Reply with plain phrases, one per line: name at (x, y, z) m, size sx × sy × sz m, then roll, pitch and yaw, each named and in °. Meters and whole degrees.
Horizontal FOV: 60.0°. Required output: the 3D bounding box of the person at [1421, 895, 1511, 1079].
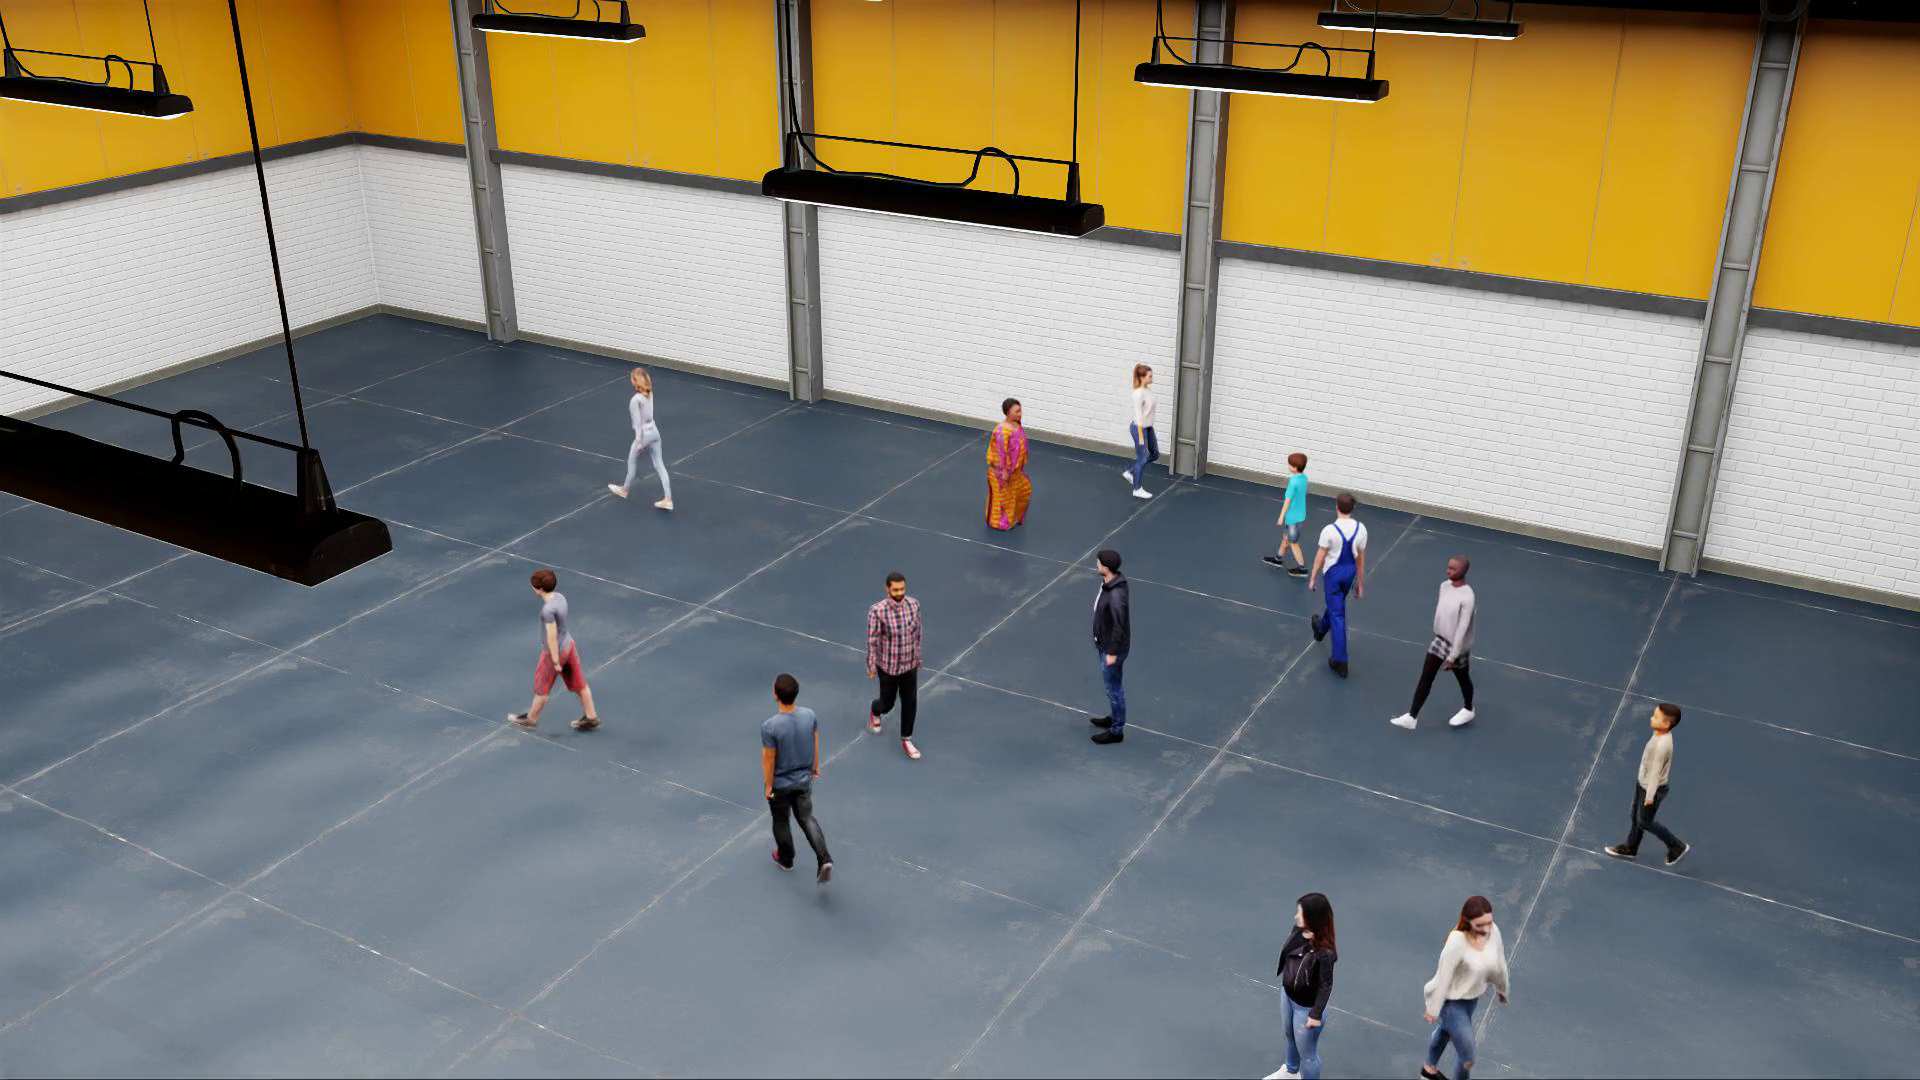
person at (3.168, 2.951, 10.767) m, size 0.929 × 1.662 × 0.982 m, roll -17°, pitch 29°, yaw -34°

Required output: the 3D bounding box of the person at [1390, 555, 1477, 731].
person at (4.583, 0.964, 15.228) m, size 1.115 × 1.730 × 1.162 m, roll -11°, pitch 26°, yaw -23°

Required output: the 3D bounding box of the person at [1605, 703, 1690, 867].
person at (5.592, 1.970, 13.276) m, size 0.877 × 1.449 × 0.661 m, roll 7°, pitch 25°, yaw 16°

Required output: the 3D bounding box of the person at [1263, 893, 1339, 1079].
person at (2.227, 2.966, 10.764) m, size 0.771 × 1.638 × 0.715 m, roll -6°, pitch 24°, yaw -13°

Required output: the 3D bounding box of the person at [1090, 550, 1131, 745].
person at (1.394, 0.949, 15.063) m, size 0.729 × 1.890 × 0.754 m, roll 2°, pitch 24°, yaw 4°

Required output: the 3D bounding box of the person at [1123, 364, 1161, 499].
person at (2.179, -1.342, 20.531) m, size 0.673 × 1.708 × 0.602 m, roll 13°, pitch 27°, yaw 27°

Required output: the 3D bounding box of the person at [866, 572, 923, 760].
person at (-0.594, 1.079, 14.948) m, size 0.972 × 1.743 × 1.083 m, roll -12°, pitch 26°, yaw -25°

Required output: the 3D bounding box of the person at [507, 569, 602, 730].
person at (-3.584, 1.040, 15.199) m, size 1.152 × 1.614 × 0.866 m, roll 4°, pitch 24°, yaw 9°

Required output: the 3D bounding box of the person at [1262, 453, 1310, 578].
person at (3.751, -0.267, 18.422) m, size 0.820 × 1.428 × 0.555 m, roll 15°, pitch 28°, yaw 30°

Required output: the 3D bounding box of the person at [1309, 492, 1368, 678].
person at (3.742, 0.457, 16.293) m, size 1.207 × 1.805 × 1.228 m, roll -5°, pitch 24°, yaw -11°

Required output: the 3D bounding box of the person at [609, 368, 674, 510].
person at (-3.725, -1.193, 20.136) m, size 1.158 × 1.751 × 0.659 m, roll 11°, pitch 26°, yaw 24°

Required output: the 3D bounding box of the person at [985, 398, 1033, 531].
person at (0.522, -0.914, 19.617) m, size 0.749 × 1.655 × 0.696 m, roll 12°, pitch 26°, yaw 26°

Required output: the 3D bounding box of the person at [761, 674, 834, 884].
person at (-1.281, 1.907, 12.998) m, size 0.915 × 1.788 × 1.107 m, roll -16°, pitch 28°, yaw -32°
